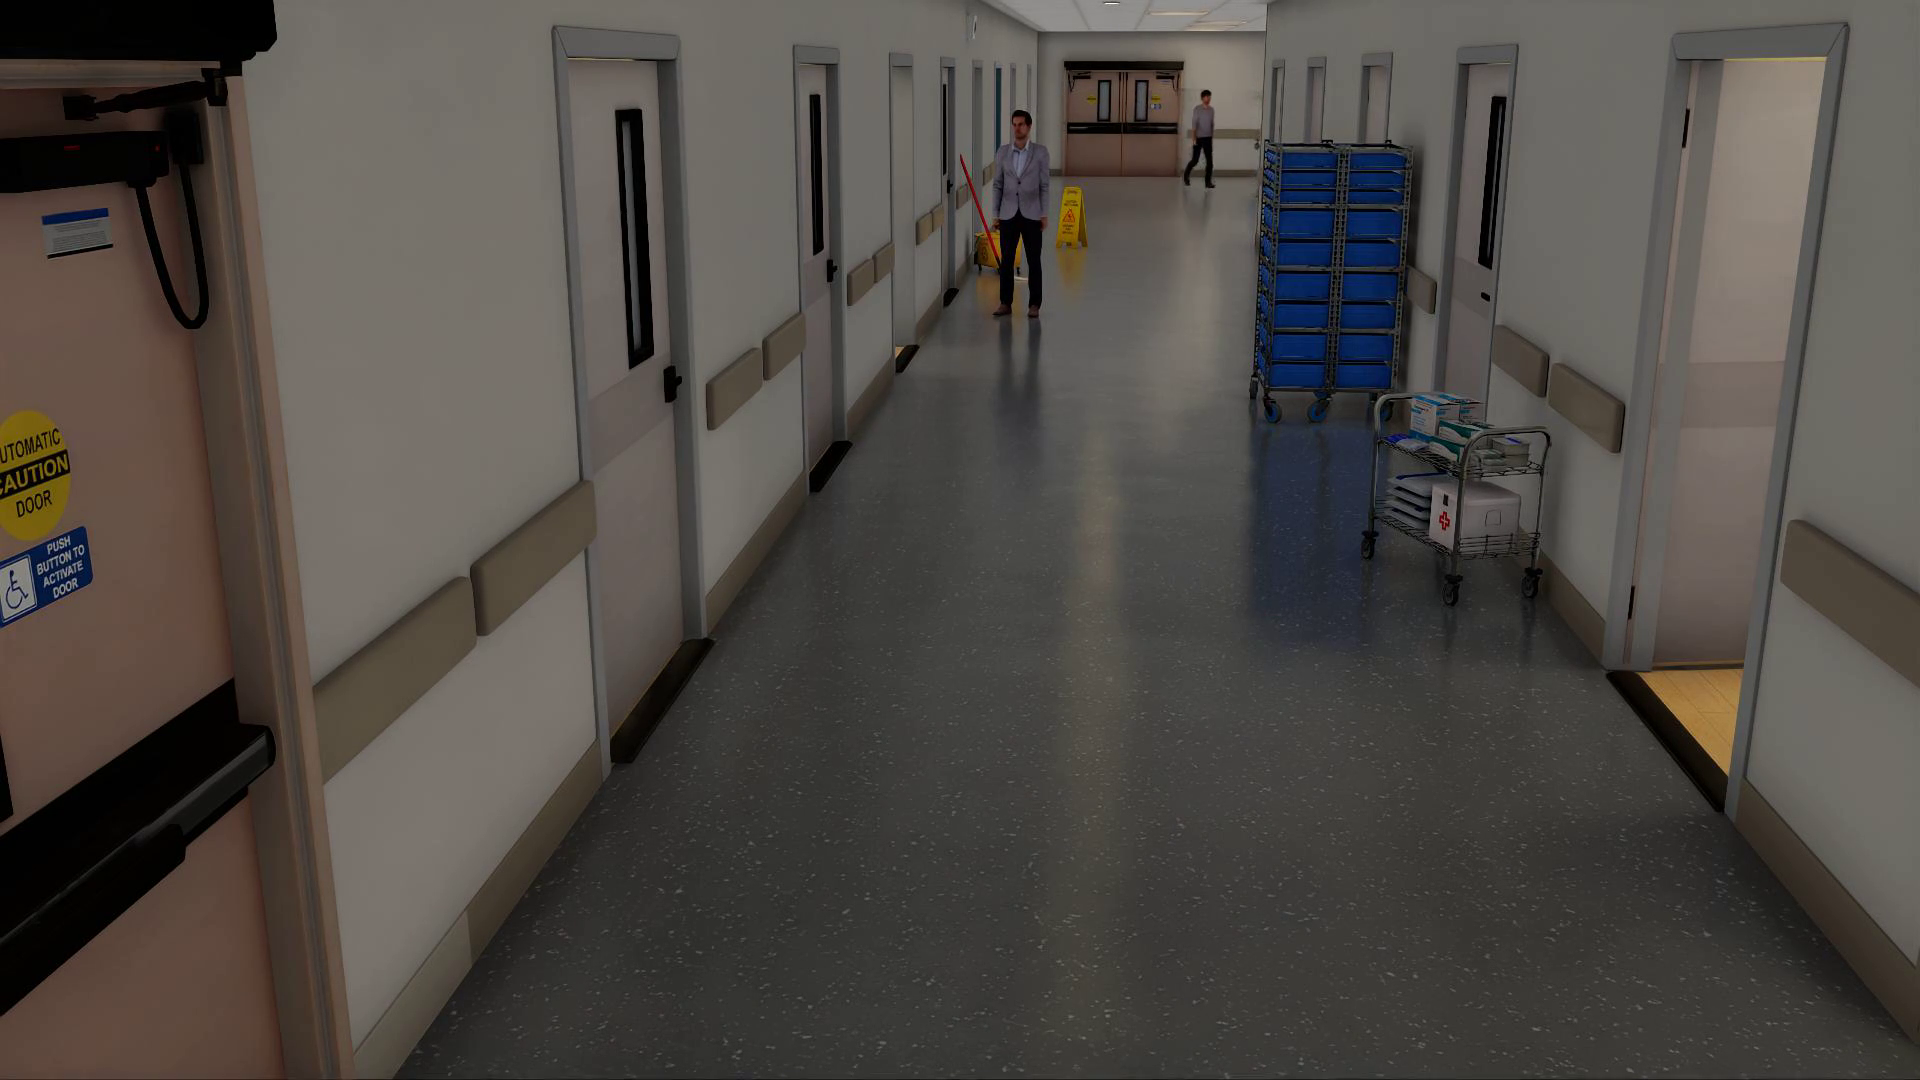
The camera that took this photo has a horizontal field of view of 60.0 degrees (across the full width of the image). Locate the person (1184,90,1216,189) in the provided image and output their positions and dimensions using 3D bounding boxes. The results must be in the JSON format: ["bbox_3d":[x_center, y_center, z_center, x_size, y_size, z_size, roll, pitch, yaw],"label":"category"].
[{"bbox_3d":[4.604,-7.684,31.944,0.991,1.815,1.209,-6,17,-22],"label":"person"}]

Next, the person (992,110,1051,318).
[{"bbox_3d":[0.563,-2.980,15.194,0.723,1.851,0.628,4,16,15],"label":"person"}]
